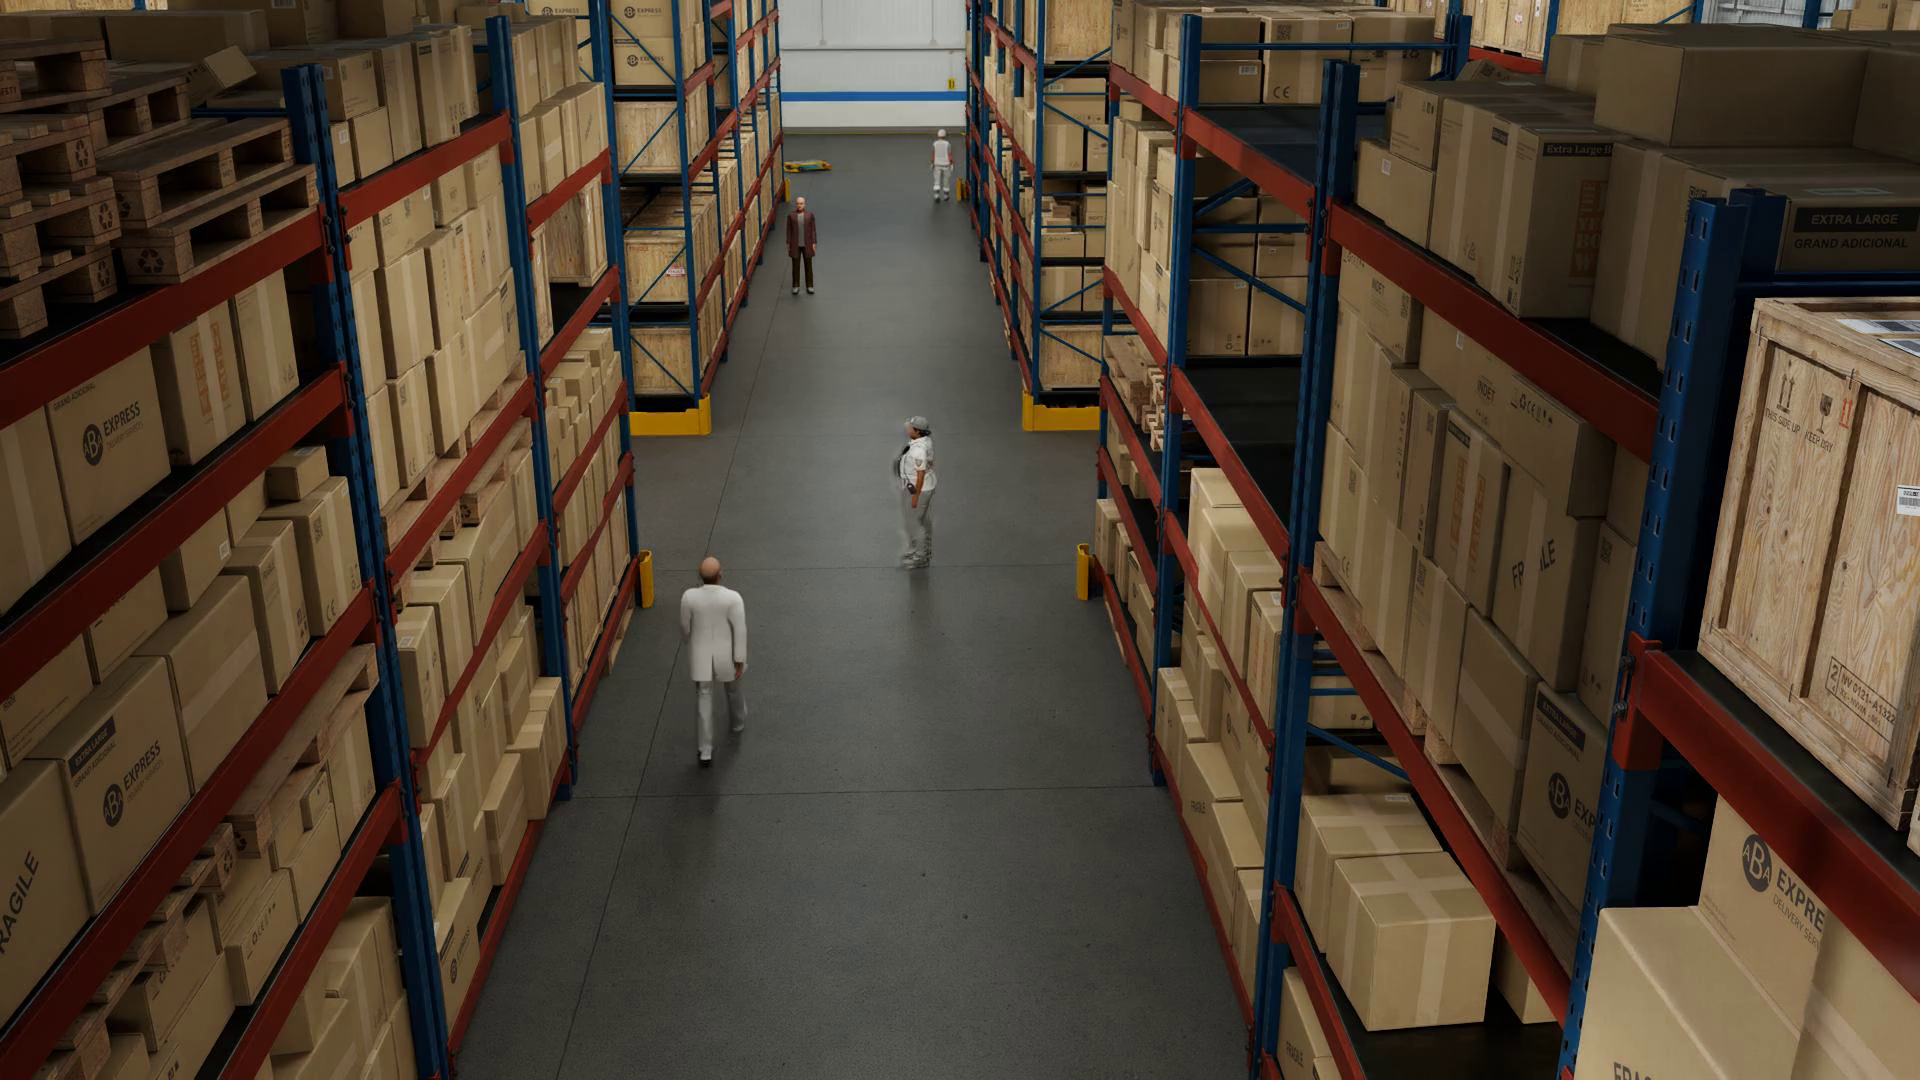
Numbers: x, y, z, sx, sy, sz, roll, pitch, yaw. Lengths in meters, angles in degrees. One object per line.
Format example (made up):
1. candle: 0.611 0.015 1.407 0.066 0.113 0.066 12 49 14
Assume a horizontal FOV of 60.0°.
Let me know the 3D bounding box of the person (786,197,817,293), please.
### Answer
1. person: -2.985 -5.556 31.359 0.574 1.780 0.409 -2 21 -6

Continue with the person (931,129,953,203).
1. person: -0.445 -9.356 41.544 0.572 1.793 0.782 3 21 8

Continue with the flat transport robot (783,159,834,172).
1. flat transport robot: -4.356 -10.570 47.047 1.431 0.254 0.659 -12 24 -29

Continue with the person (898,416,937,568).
1. person: -0.451 -0.540 18.088 0.388 1.666 0.466 4 21 11

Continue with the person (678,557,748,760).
1. person: -2.067 0.916 14.050 0.575 1.752 1.001 -1 21 -4
